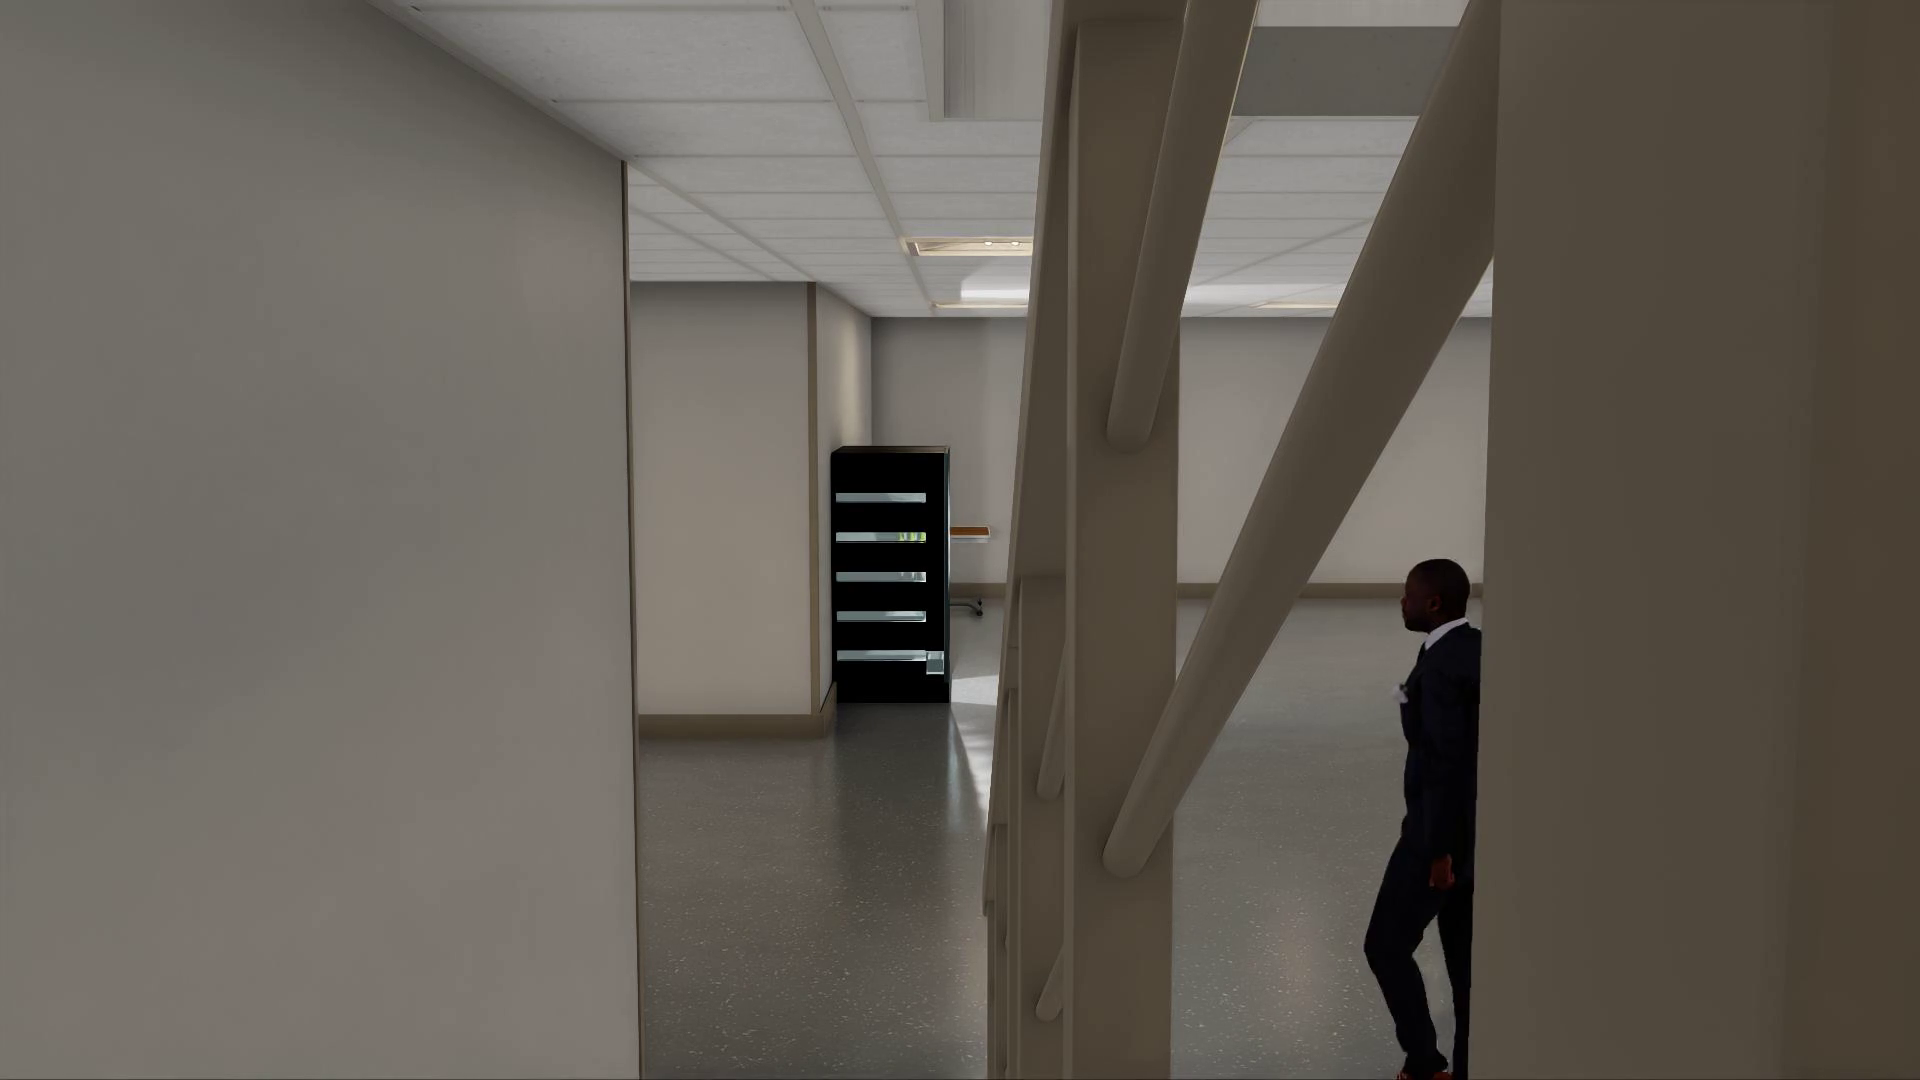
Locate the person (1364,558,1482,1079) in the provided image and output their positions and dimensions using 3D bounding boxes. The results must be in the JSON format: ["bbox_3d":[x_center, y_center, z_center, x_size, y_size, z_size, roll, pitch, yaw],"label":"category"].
[{"bbox_3d":[1.655,0.971,5.321,0.868,1.807,0.795,5,8,40],"label":"person"}]
